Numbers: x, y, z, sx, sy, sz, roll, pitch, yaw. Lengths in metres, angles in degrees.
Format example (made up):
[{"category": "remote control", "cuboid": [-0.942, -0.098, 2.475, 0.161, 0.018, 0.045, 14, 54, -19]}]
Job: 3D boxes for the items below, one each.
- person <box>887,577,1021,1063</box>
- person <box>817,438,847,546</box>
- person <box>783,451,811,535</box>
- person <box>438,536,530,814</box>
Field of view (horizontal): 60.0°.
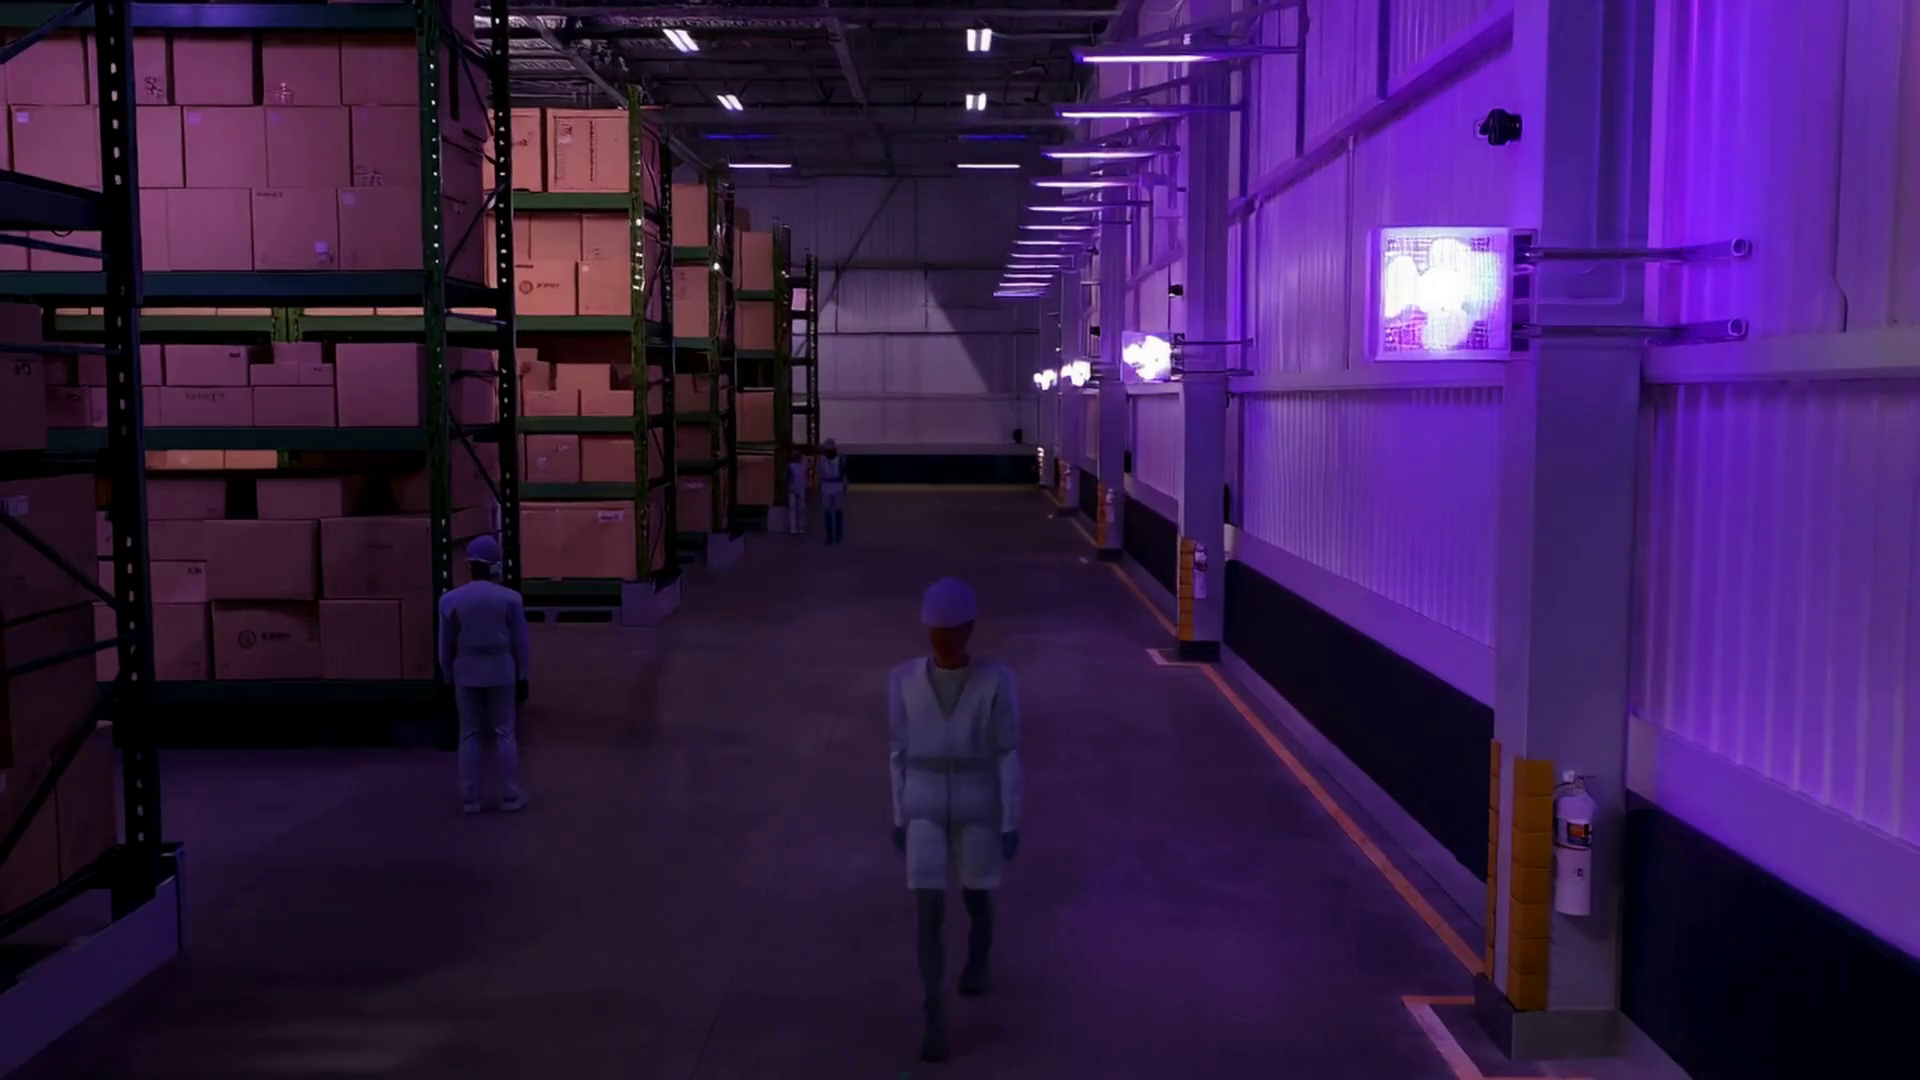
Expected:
[{"category": "person", "cuboid": [-0.019, 1.085, 6.886, 0.550, 1.913, 0.866, 1, 5, 6]}, {"category": "person", "cuboid": [-2.267, -0.869, 29.590, 0.547, 1.920, 0.775, 0, 5, 3]}, {"category": "person", "cuboid": [-3.094, -0.893, 31.706, 0.531, 1.602, 0.598, -1, 5, -16]}, {"category": "person", "cuboid": [-2.986, 0.850, 10.487, 0.563, 1.753, 0.327, 0, 5, 0]}]
